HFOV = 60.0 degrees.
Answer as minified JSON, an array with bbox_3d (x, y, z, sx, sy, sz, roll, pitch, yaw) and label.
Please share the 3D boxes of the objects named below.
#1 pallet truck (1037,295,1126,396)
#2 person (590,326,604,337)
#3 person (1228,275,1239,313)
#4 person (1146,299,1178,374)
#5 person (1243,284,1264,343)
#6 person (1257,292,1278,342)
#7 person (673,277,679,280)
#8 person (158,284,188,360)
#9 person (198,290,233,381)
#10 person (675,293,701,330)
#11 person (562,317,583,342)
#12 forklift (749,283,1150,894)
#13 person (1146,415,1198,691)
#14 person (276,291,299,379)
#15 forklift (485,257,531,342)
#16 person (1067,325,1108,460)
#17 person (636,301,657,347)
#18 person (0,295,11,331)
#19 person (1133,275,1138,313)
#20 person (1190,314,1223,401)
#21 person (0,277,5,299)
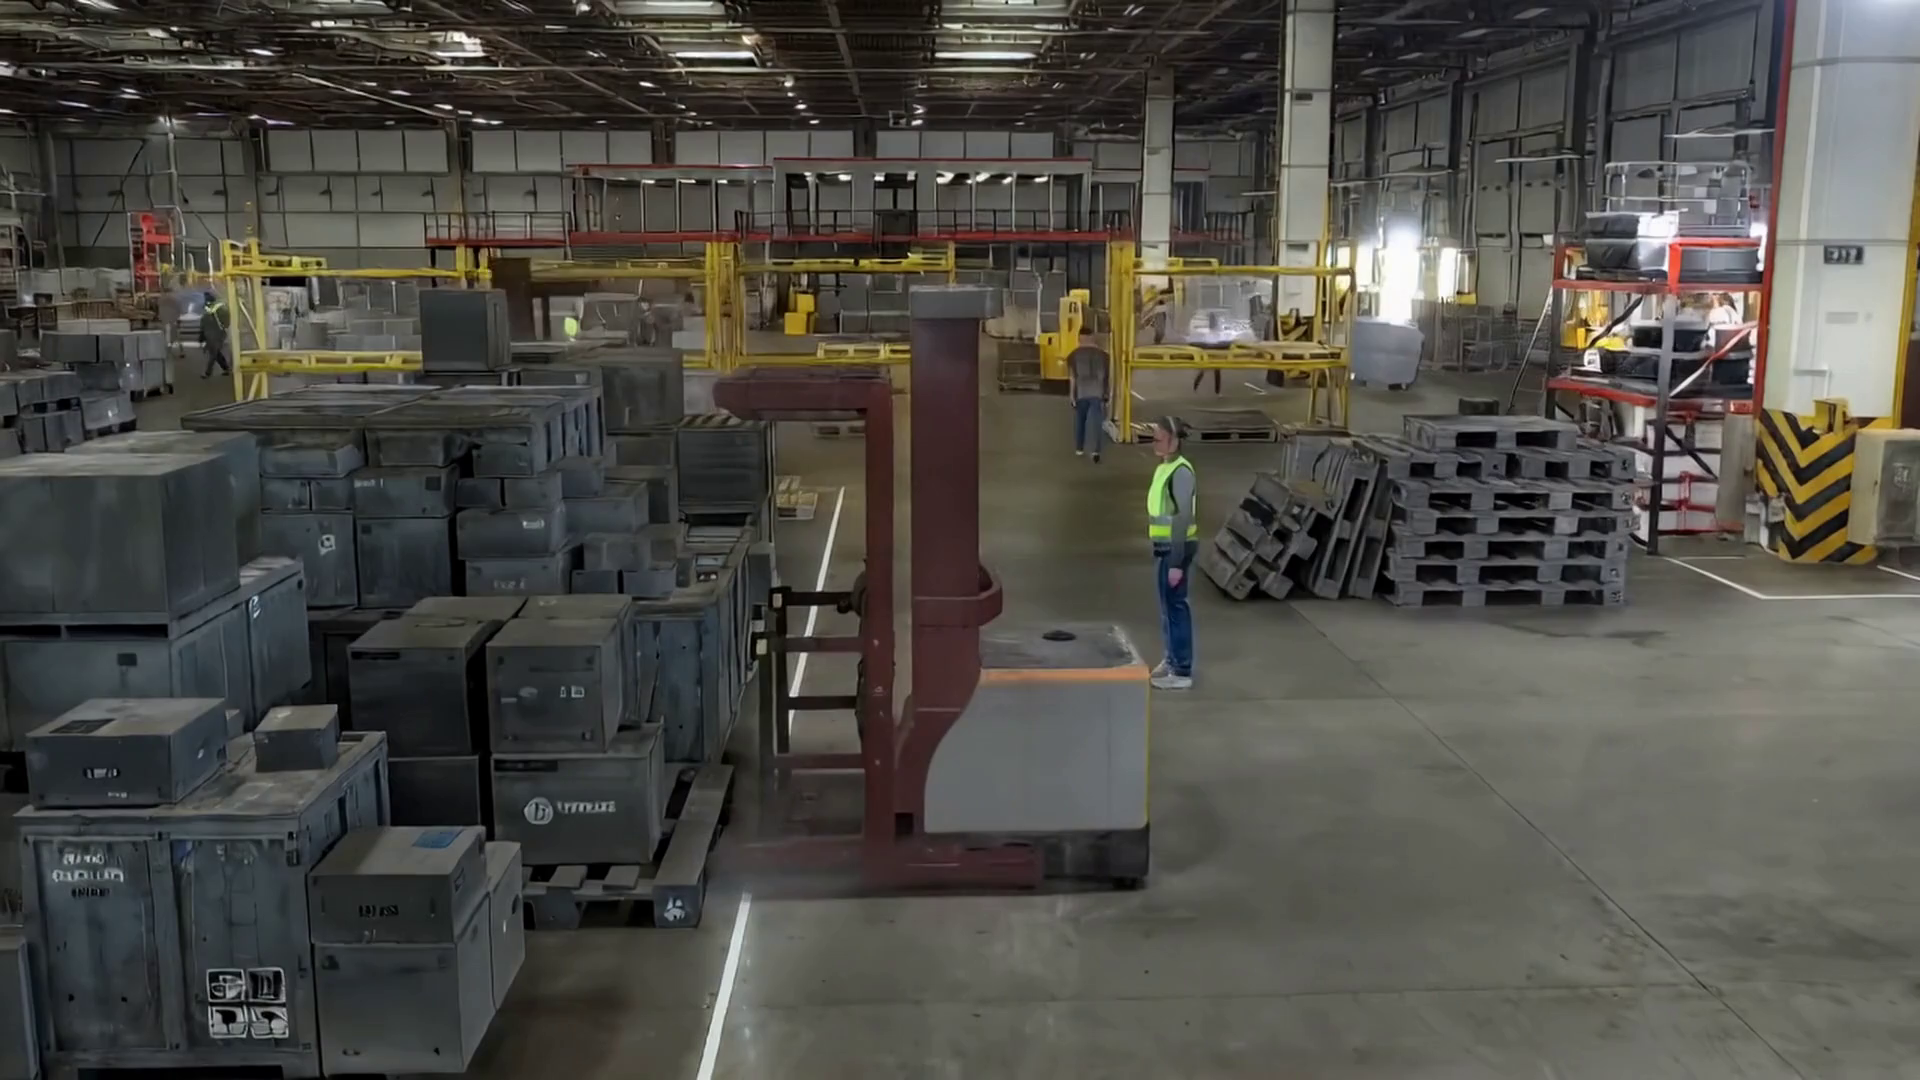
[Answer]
[{"bbox_3d":[2.483,-3.881,33.060,1.885,1.965,0.823,-7,13,-36],"label":"pallet truck"},{"bbox_3d":[-4.897,-1.934,22.478,0.593,1.909,0.409,3,11,14],"label":"person"},{"bbox_3d":[11.610,-10.684,71.024,0.480,1.973,0.642,0,10,-3],"label":"person"},{"bbox_3d":[4.674,-4.665,38.169,0.716,1.720,0.490,2,10,9],"label":"person"},{"bbox_3d":[7.837,-5.902,44.557,0.631,1.899,0.952,-10,14,-44],"label":"person"},{"bbox_3d":[7.379,-4.993,39.729,0.647,1.826,0.538,-6,12,-28],"label":"person"},{"bbox_3d":[-8.873,-7.280,52.207,0.576,1.920,0.407,-6,12,-29],"label":"person"},{"bbox_3d":[-20.458,-5.665,43.133,0.637,1.959,0.989,4,11,23],"label":"person"},{"bbox_3d":[-16.495,-4.567,36.761,0.686,2.000,1.038,4,11,22],"label":"person"},{"bbox_3d":[-5.917,-4.500,36.797,0.634,1.890,0.986,6,12,30],"label":"person"},{"bbox_3d":[-6.163,-2.636,26.548,0.345,1.847,0.508,5,11,26],"label":"person"},{"bbox_3d":[-0.057,0.174,8.009,1.873,2.768,1.129,0,10,-2],"label":"forklift"},{"bbox_3d":[1.435,0.084,11.326,0.349,1.879,0.572,-1,10,-3],"label":"person"},{"bbox_3d":[-14.967,-4.550,36.953,0.546,1.938,0.361,4,11,23],"label":"person"},{"bbox_3d":[-5.704,-2.208,21.282,1.873,2.768,1.129,0,10,-2],"label":"forklift"},{"bbox_3d":[1.795,-2.066,23.289,0.592,1.882,0.981,-1,10,-4],"label":"person"},{"bbox_3d":[-6.485,-4.053,34.496,0.536,1.823,0.607,2,10,12],"label":"person"},{"bbox_3d":[-22.862,-4.948,39.649,0.528,1.767,0.329,1,10,4],"label":"person"},{"bbox_3d":[6.768,-9.696,66.013,0.433,1.810,0.741,-9,14,-41],"label":"person"},{"bbox_3d":[4.773,-3.528,32.020,0.537,1.670,0.799,-5,11,-25],"label":"person"},{"bbox_3d":[-37.542,-9.581,64.721,0.626,2.030,0.633,-3,11,-19],"label":"person"}]
